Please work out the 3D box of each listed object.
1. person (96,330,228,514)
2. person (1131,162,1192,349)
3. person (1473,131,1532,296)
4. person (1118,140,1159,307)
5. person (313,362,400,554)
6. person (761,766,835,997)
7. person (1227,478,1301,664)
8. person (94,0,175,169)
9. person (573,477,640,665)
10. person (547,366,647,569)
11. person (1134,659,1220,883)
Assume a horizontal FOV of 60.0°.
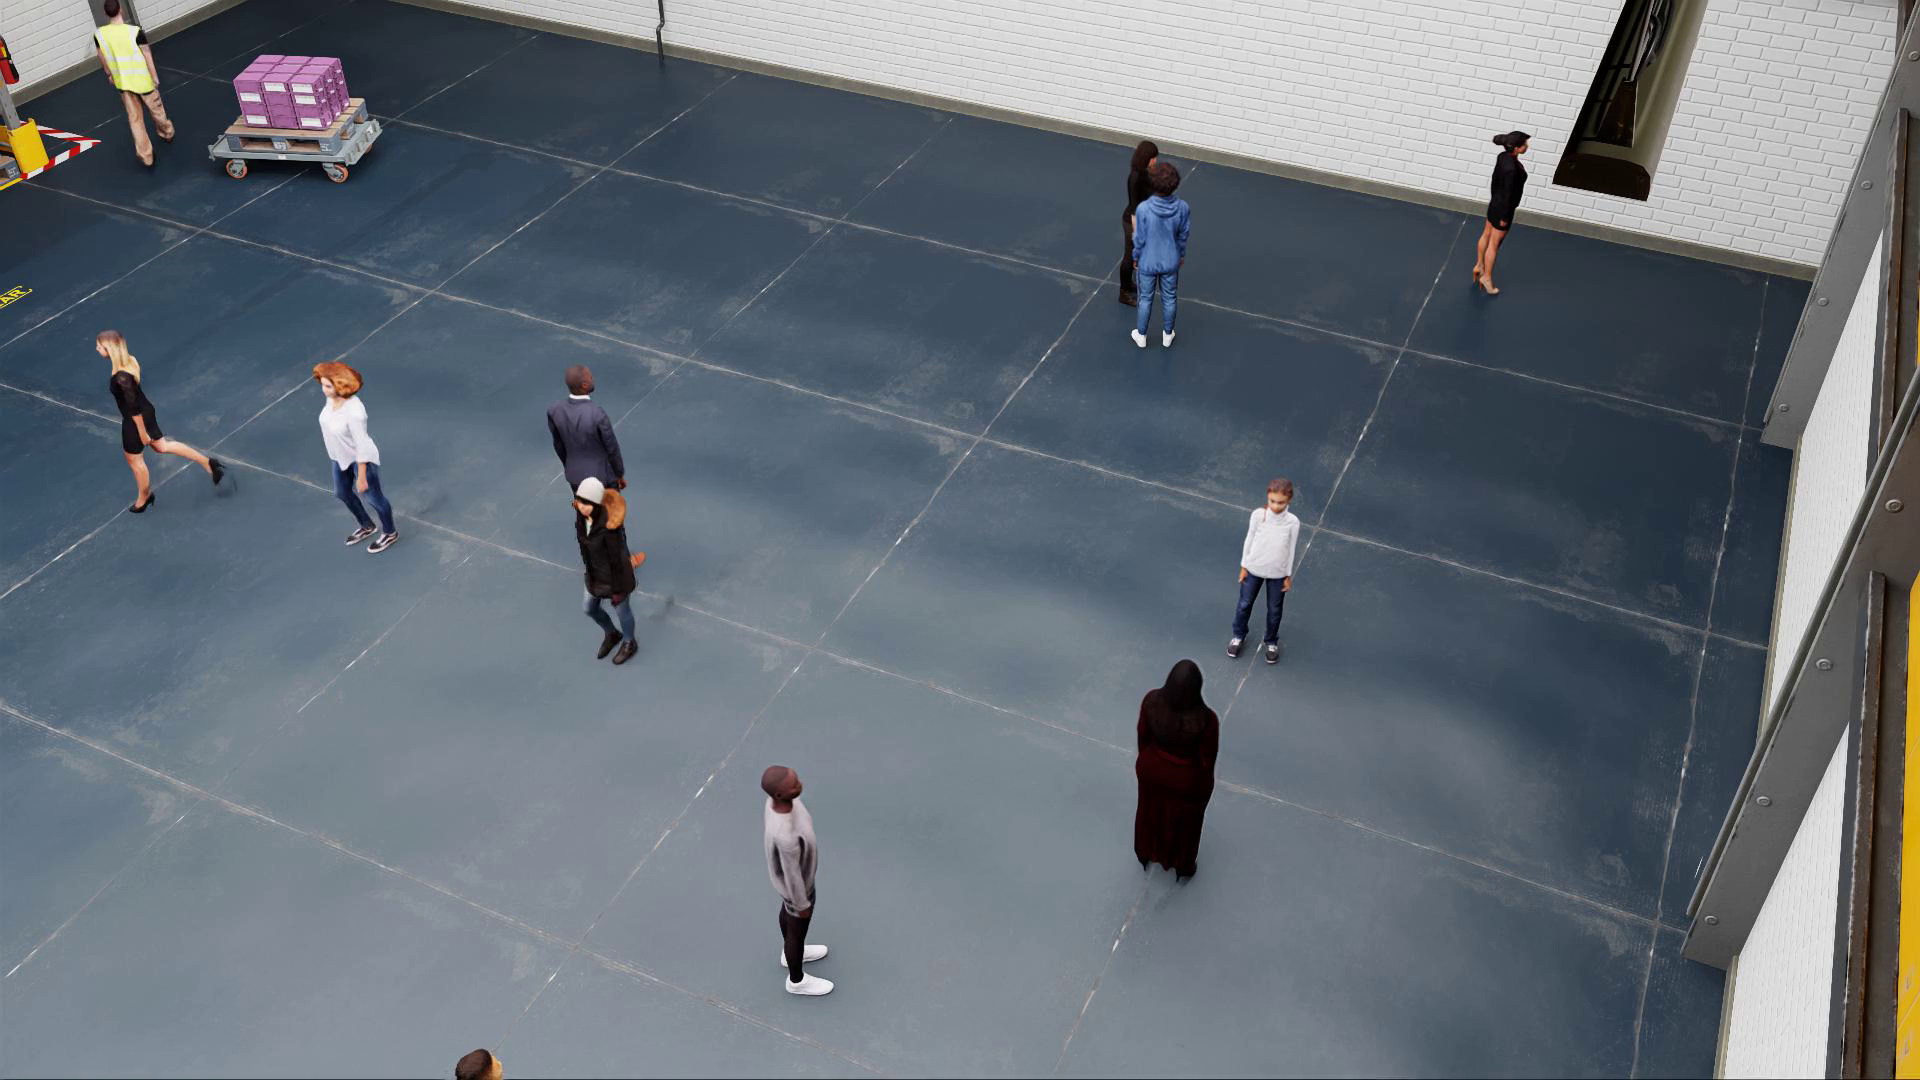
[{"bbox_3d":[-6.427,-0.946,13.221,1.056,1.651,1.008,-12,40,-15],"label":"person"},{"bbox_3d":[1.815,-2.581,15.145,0.753,1.805,0.732,-1,39,-1],"label":"person"},{"bbox_3d":[5.204,-3.167,16.011,0.725,1.639,0.658,1,39,1],"label":"person"},{"bbox_3d":[1.666,-3.042,15.854,0.667,1.640,0.485,10,40,12],"label":"person"},{"bbox_3d":[-4.589,-0.683,12.845,0.752,1.709,0.738,32,48,33],"label":"person"},{"bbox_3d":[-0.969,1.930,9.524,0.759,1.770,0.665,-7,39,-8],"label":"person"},{"bbox_3d":[2.197,0.195,11.867,0.570,1.558,0.570,9,40,11],"label":"person"},{"bbox_3d":[-9.009,-4.955,18.125,1.152,1.795,1.275,-8,39,-10],"label":"person"},{"bbox_3d":[-2.459,0.190,11.819,0.632,1.626,0.606,21,43,24],"label":"person"},{"bbox_3d":[-2.768,-0.514,12.540,0.711,1.825,0.632,12,40,15],"label":"person"},{"bbox_3d":[1.309,1.421,10.172,0.669,1.757,0.606,19,42,22],"label":"person"}]
